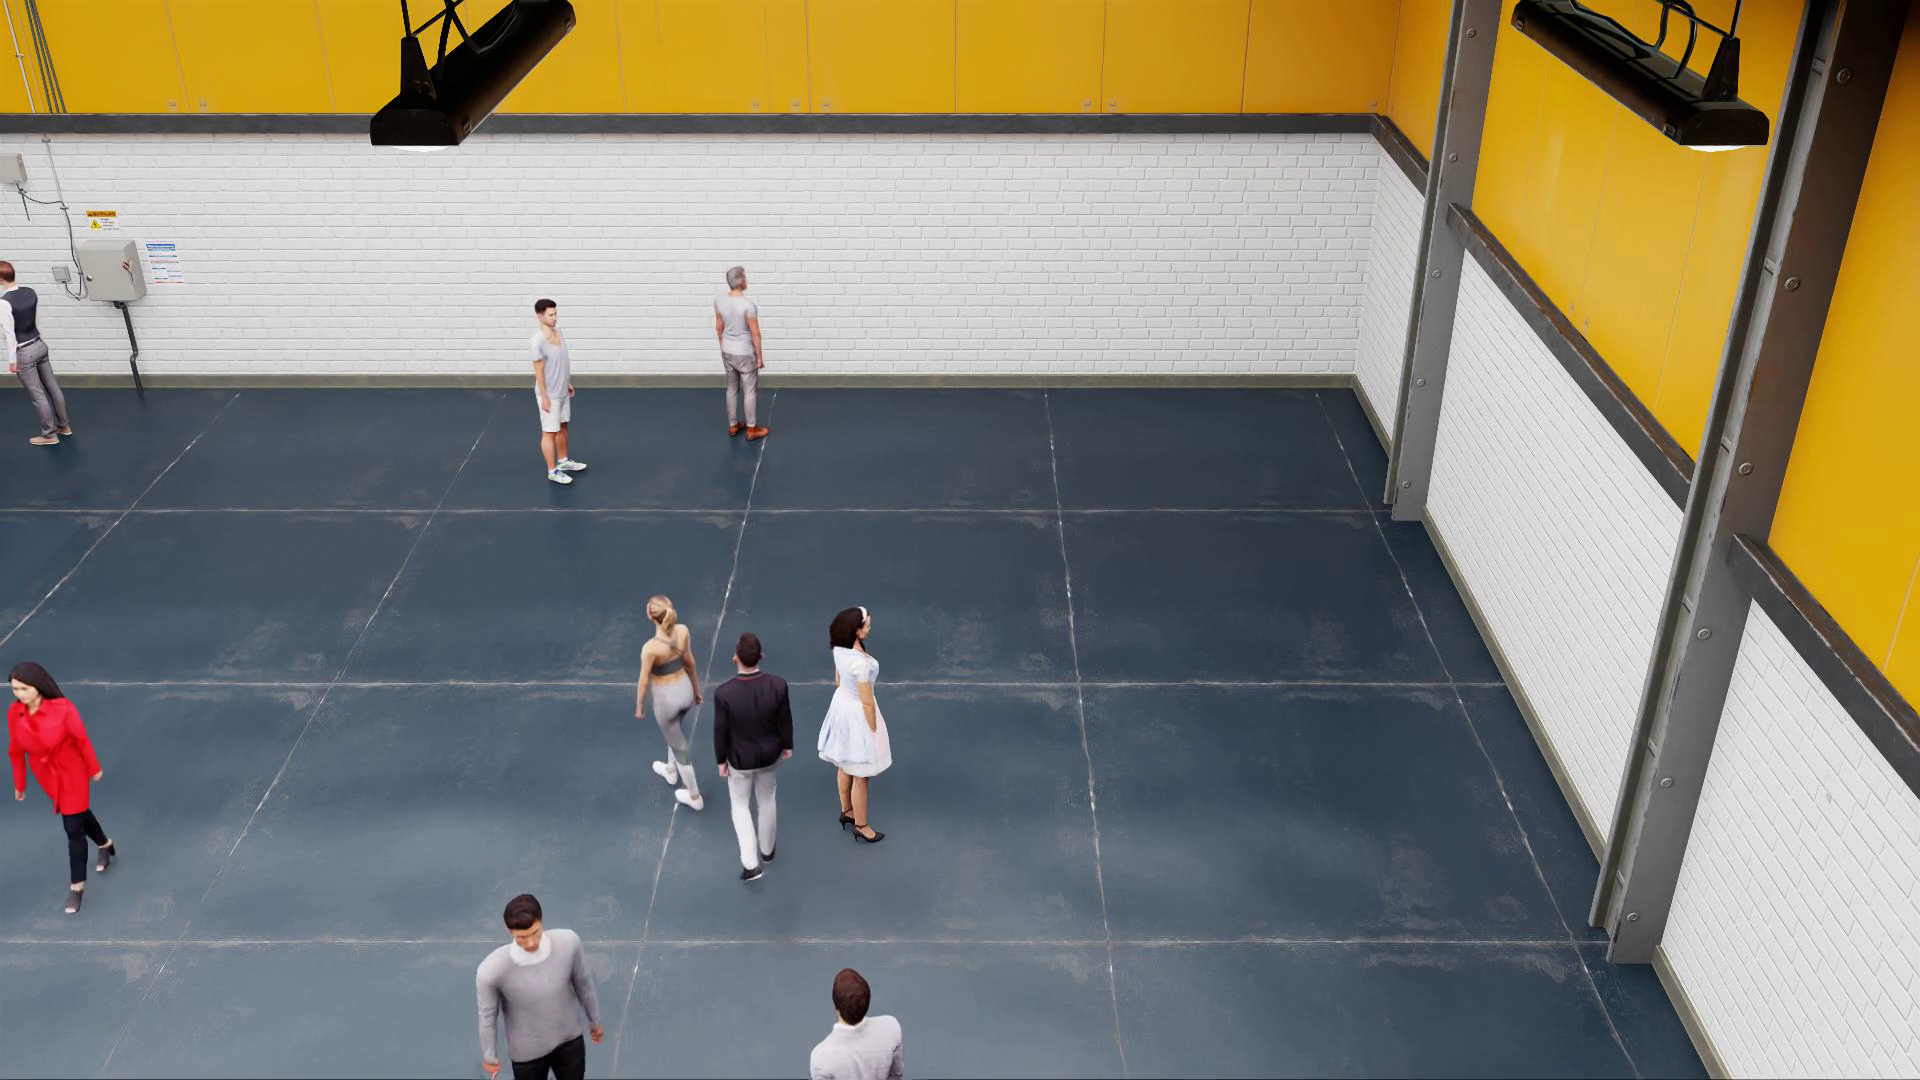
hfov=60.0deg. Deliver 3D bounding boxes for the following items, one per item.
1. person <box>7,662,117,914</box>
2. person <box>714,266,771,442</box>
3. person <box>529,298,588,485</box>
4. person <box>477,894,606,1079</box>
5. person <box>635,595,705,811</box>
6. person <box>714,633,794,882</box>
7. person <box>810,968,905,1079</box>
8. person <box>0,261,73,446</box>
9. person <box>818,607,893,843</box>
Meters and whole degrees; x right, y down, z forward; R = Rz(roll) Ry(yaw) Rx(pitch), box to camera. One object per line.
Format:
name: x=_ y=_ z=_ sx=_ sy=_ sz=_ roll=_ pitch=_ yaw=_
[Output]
person: x=-5.846 y=1.508 z=10.908 sx=0.639 sy=1.718 sz=0.924 roll=1 pitch=29 yaw=1
person: x=-2.267 y=-1.920 z=17.078 sx=0.767 sy=1.827 sz=0.751 roll=16 pitch=33 yaw=27
person: x=-3.981 y=-1.474 z=16.237 sx=0.800 sy=1.848 sz=0.611 roll=7 pitch=29 yaw=13
person: x=-2.239 y=2.564 z=8.783 sx=1.074 sy=1.899 sz=1.170 roll=-20 pitch=34 yaw=-32
person: x=-1.942 y=1.164 z=11.571 sx=0.937 sy=1.686 sz=0.896 roll=22 pitch=36 yaw=35
person: x=-1.337 y=1.452 z=10.891 sx=0.810 sy=1.831 sz=0.949 roll=-7 pitch=29 yaw=-13
person: x=-0.458 y=2.946 z=8.170 sx=1.025 sy=1.815 sz=1.185 roll=-16 pitch=32 yaw=-26
person: x=-9.492 y=-1.926 z=16.966 sx=0.764 sy=1.944 sz=0.583 roll=6 pitch=29 yaw=11
person: x=-0.708 y=1.255 z=11.275 sx=0.898 sy=1.810 sz=0.822 roll=-15 pitch=32 yaw=-25
